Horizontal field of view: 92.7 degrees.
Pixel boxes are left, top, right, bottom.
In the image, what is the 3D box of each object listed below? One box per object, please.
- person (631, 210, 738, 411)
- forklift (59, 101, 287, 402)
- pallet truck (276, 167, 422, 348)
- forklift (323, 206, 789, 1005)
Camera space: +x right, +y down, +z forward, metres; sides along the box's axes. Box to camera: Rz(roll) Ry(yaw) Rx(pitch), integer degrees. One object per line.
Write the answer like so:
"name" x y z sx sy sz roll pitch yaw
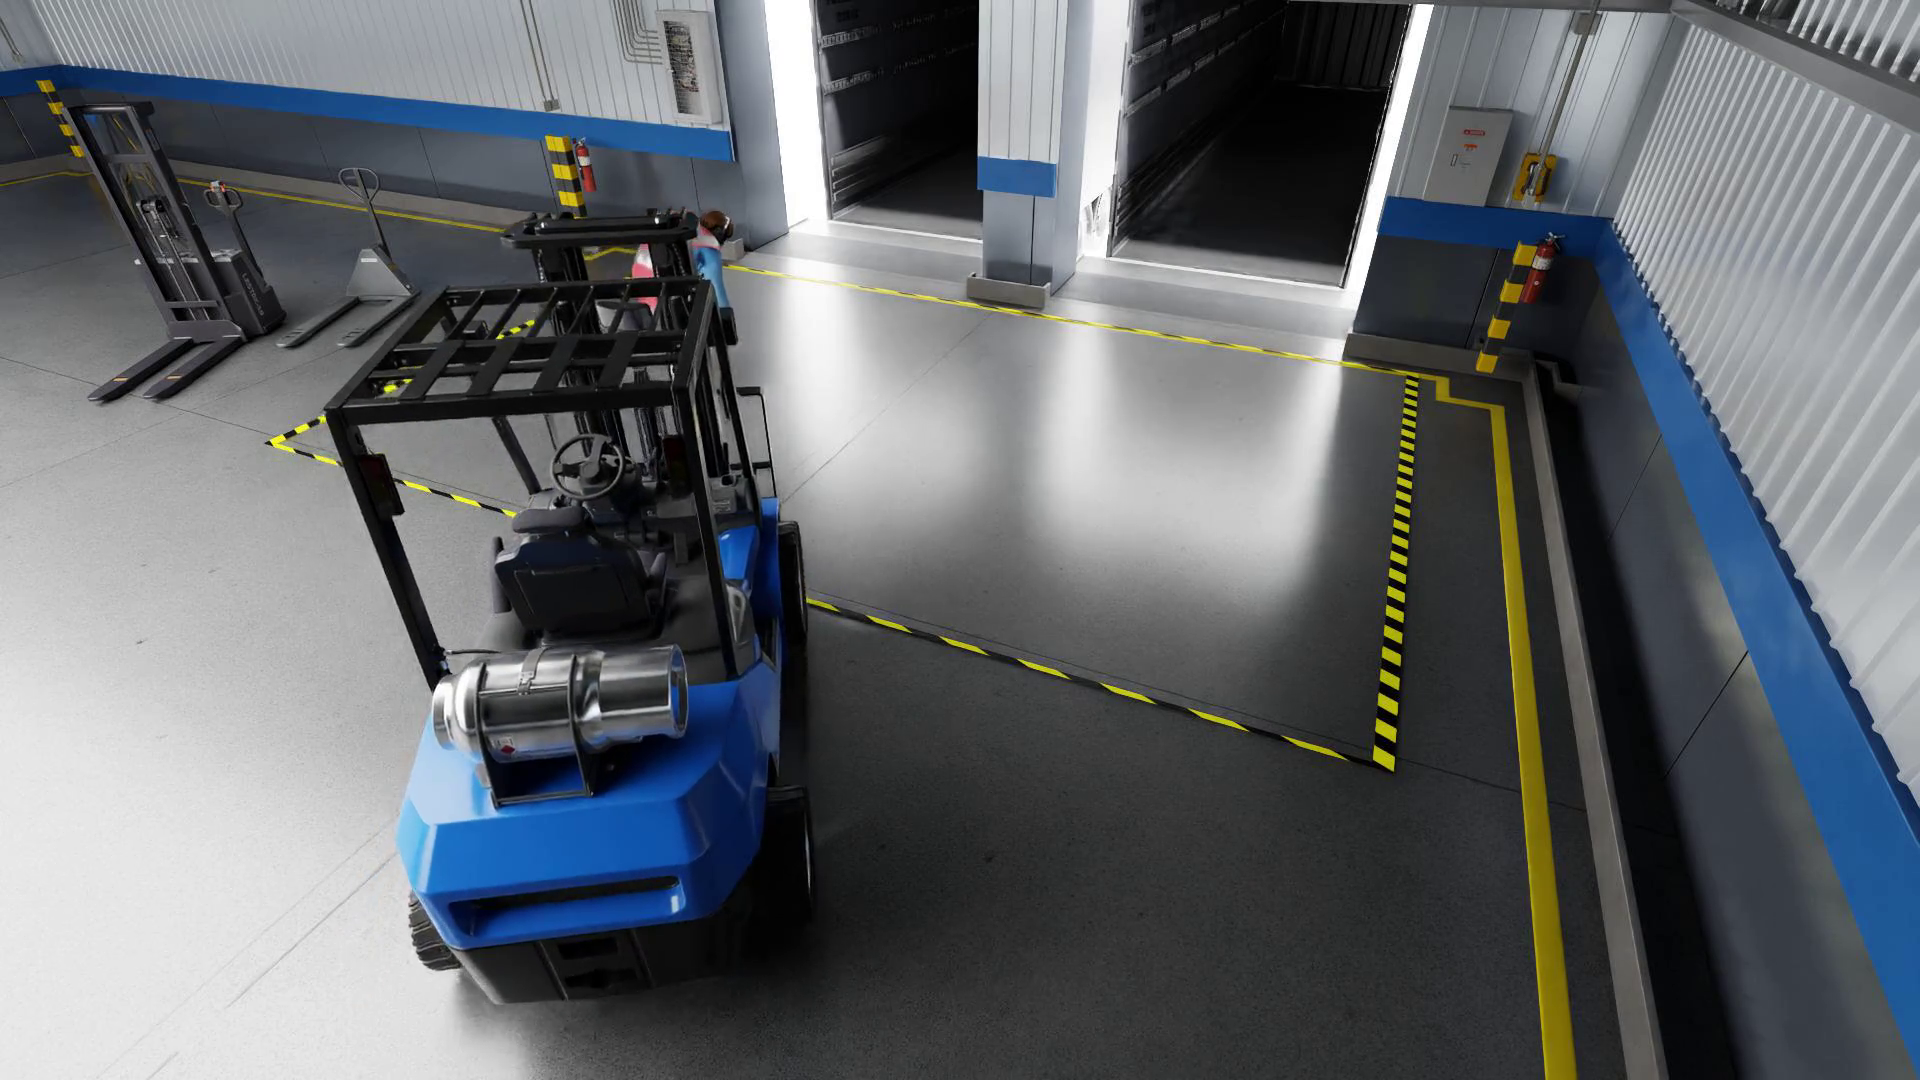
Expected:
"person" -2.068 -1.763 7.086 0.826 1.390 0.930 25 42 31
"forklift" -6.686 -2.387 7.434 0.823 1.965 1.885 -3 35 -5
"pallet truck" -5.732 -2.611 8.414 0.680 1.201 1.601 -1 35 -1
"forklift" -1.374 0.039 3.653 1.157 2.036 2.680 -5 35 -7
